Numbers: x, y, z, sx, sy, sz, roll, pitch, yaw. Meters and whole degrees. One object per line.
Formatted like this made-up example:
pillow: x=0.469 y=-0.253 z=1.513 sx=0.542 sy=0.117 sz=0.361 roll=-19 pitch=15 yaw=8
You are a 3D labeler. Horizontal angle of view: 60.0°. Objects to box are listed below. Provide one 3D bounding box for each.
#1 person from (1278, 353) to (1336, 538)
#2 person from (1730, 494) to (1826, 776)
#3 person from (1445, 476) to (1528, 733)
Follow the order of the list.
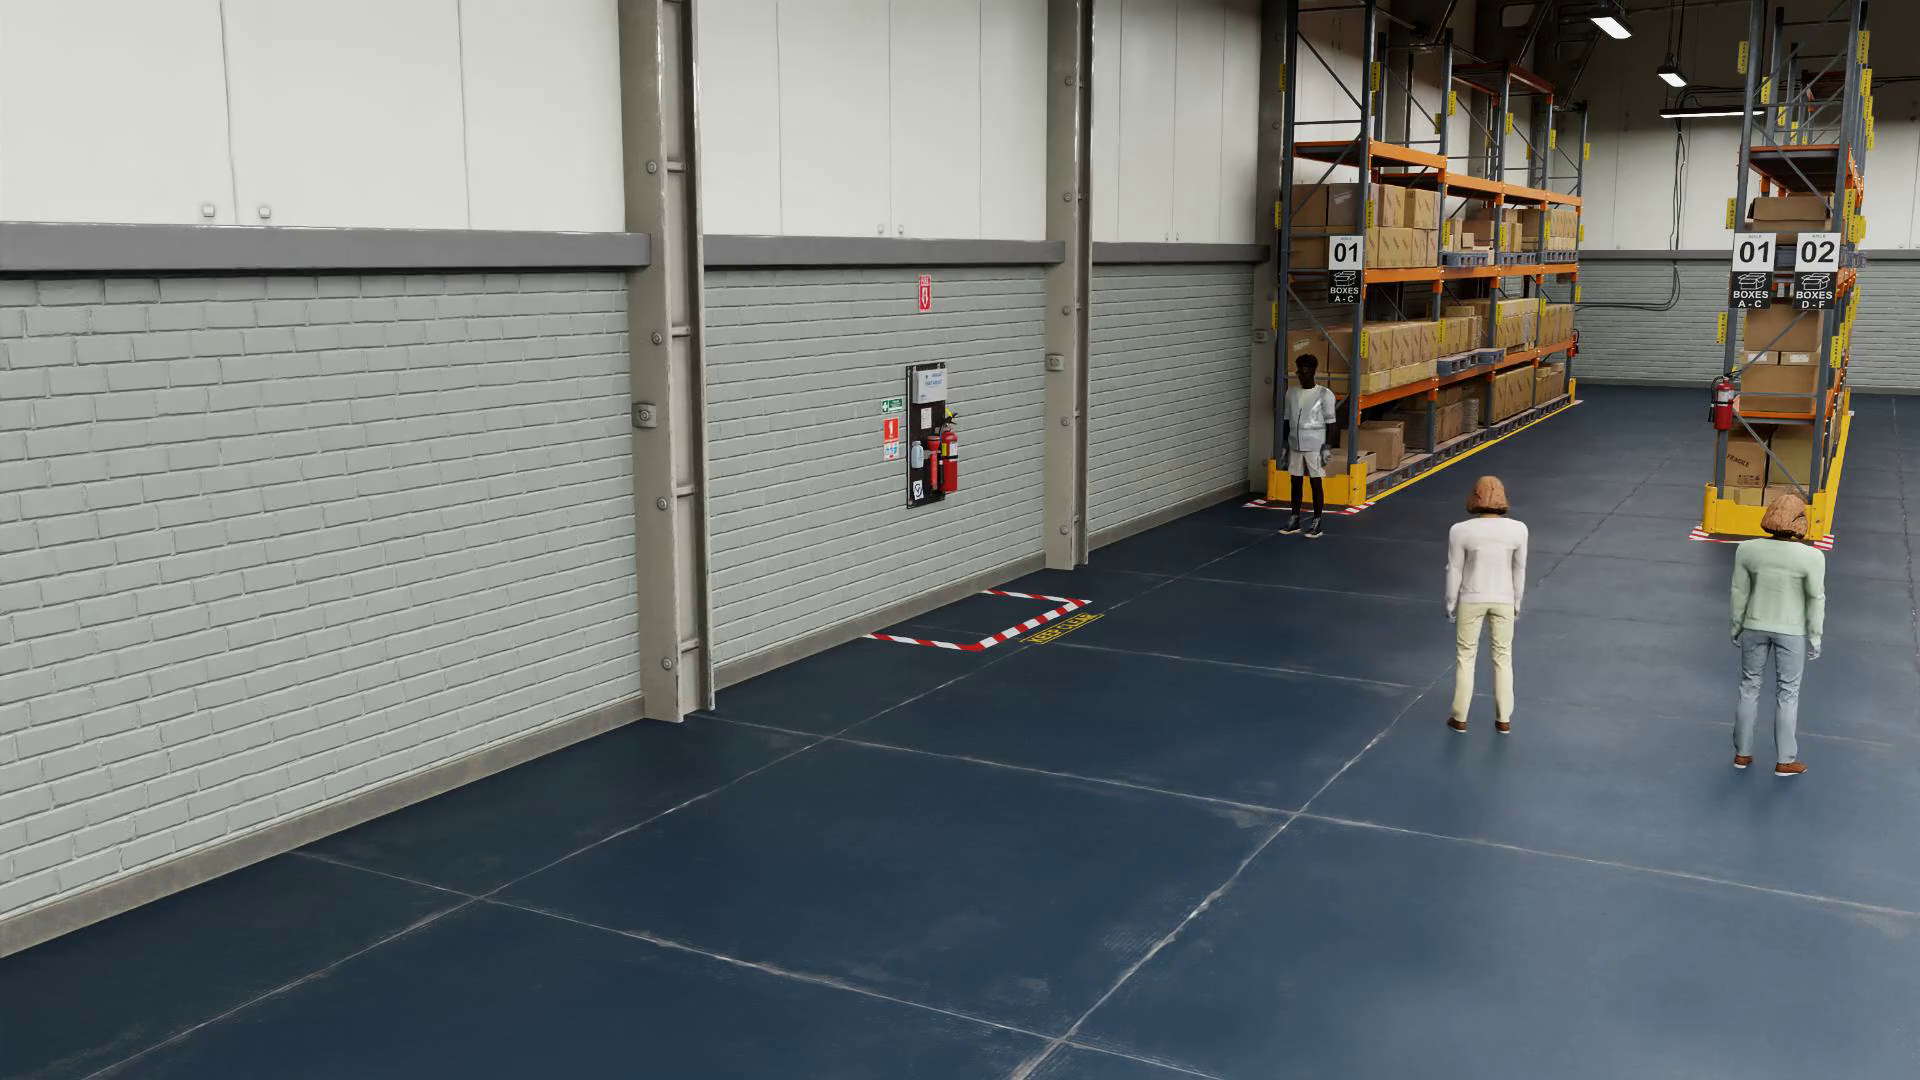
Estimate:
person: x=3.701 y=-1.008 z=17.759 sx=0.365 sy=1.964 sz=0.610 roll=-10 pitch=14 yaw=-44
person: x=4.724 y=0.546 z=9.635 sx=0.509 sy=1.632 sz=0.269 roll=9 pitch=13 yaw=44
person: x=3.302 y=0.410 z=10.479 sx=0.493 sy=1.627 sz=0.292 roll=1 pitch=10 yaw=4
